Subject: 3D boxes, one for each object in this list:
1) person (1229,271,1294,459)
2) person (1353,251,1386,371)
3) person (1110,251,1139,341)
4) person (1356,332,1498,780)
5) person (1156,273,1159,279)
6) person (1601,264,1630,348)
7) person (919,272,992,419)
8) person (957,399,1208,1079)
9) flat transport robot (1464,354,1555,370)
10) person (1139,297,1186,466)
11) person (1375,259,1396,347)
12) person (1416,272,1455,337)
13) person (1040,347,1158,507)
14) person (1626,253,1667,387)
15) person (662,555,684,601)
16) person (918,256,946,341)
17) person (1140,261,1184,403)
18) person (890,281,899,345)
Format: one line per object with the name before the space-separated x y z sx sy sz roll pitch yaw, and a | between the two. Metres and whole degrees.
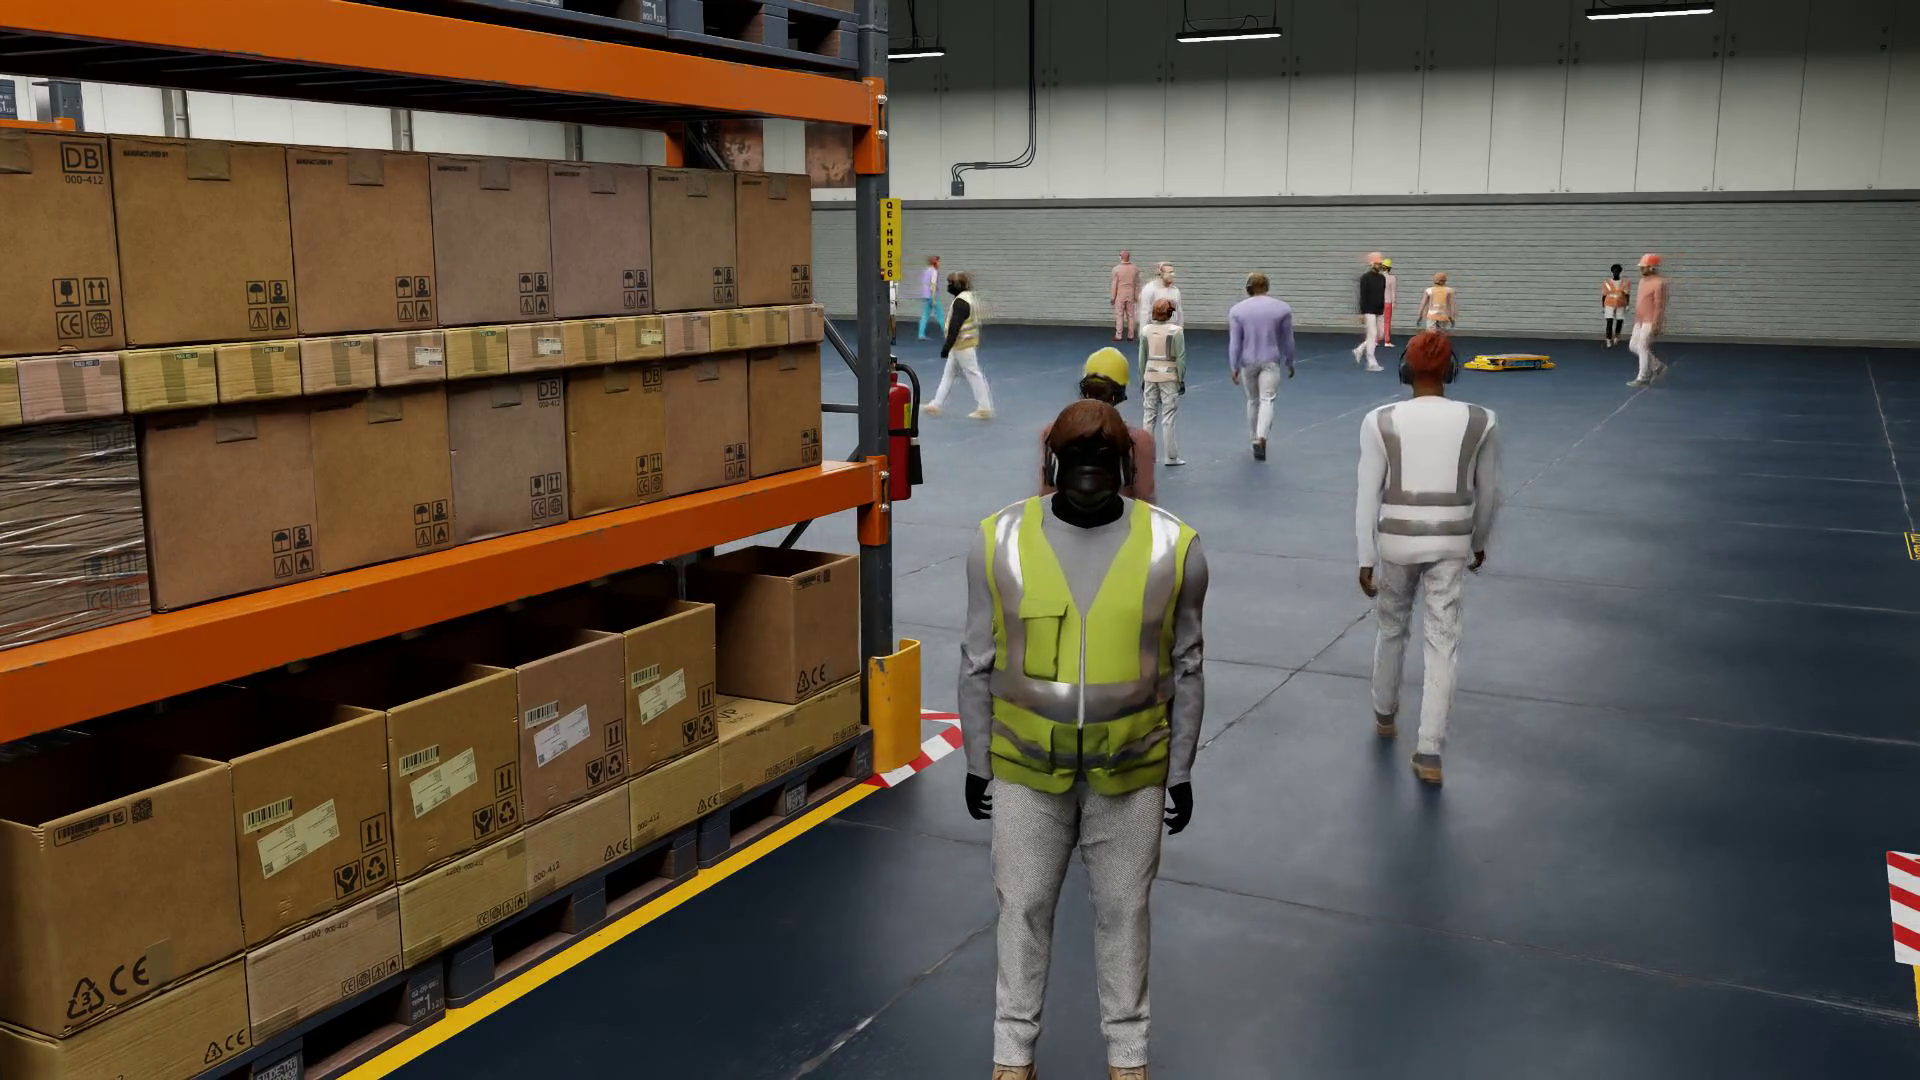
person | 3.049 -1.782 16.897 0.655 1.898 0.993 3 11 15
person | 6.826 -3.806 27.677 0.619 1.976 0.643 -8 13 -36
person | 3.484 -5.182 35.369 0.643 1.909 0.410 -4 11 -22
person | 1.986 0.036 7.118 0.585 1.834 0.968 2 11 11
person | 3.461 -3.822 28.732 0.508 1.613 0.644 4 11 19
person | 13.116 -4.698 33.332 0.537 1.678 0.529 3 11 17
person | -0.048 -2.361 20.292 0.953 1.791 0.637 0 10 1
person | 0.304 0.566 4.195 0.627 1.847 0.429 1 10 4
flat transport robot | 9.211 -2.986 27.859 1.431 0.197 0.652 -6 12 -28
person | 1.972 -1.541 16.239 0.514 1.642 0.310 8 13 38
person | 8.513 -4.749 33.391 0.526 1.769 0.330 10 14 42
person | 8.063 -3.728 28.215 0.636 1.605 0.687 2 11 8
person | 0.613 0.020 7.421 0.539 1.750 0.421 3 11 18
person | 10.232 -3.255 24.661 0.541 1.976 0.633 0 10 -3
person | -1.858 -0.408 9.642 0.526 1.809 0.966 -10 14 -44
person | -0.479 -5.115 35.281 0.935 1.796 0.593 -4 11 -19
person | 2.733 -2.755 22.164 0.678 1.889 0.464 -8 13 -38
person | -1.519 -4.922 33.860 0.542 1.939 0.369 -4 11 -23
